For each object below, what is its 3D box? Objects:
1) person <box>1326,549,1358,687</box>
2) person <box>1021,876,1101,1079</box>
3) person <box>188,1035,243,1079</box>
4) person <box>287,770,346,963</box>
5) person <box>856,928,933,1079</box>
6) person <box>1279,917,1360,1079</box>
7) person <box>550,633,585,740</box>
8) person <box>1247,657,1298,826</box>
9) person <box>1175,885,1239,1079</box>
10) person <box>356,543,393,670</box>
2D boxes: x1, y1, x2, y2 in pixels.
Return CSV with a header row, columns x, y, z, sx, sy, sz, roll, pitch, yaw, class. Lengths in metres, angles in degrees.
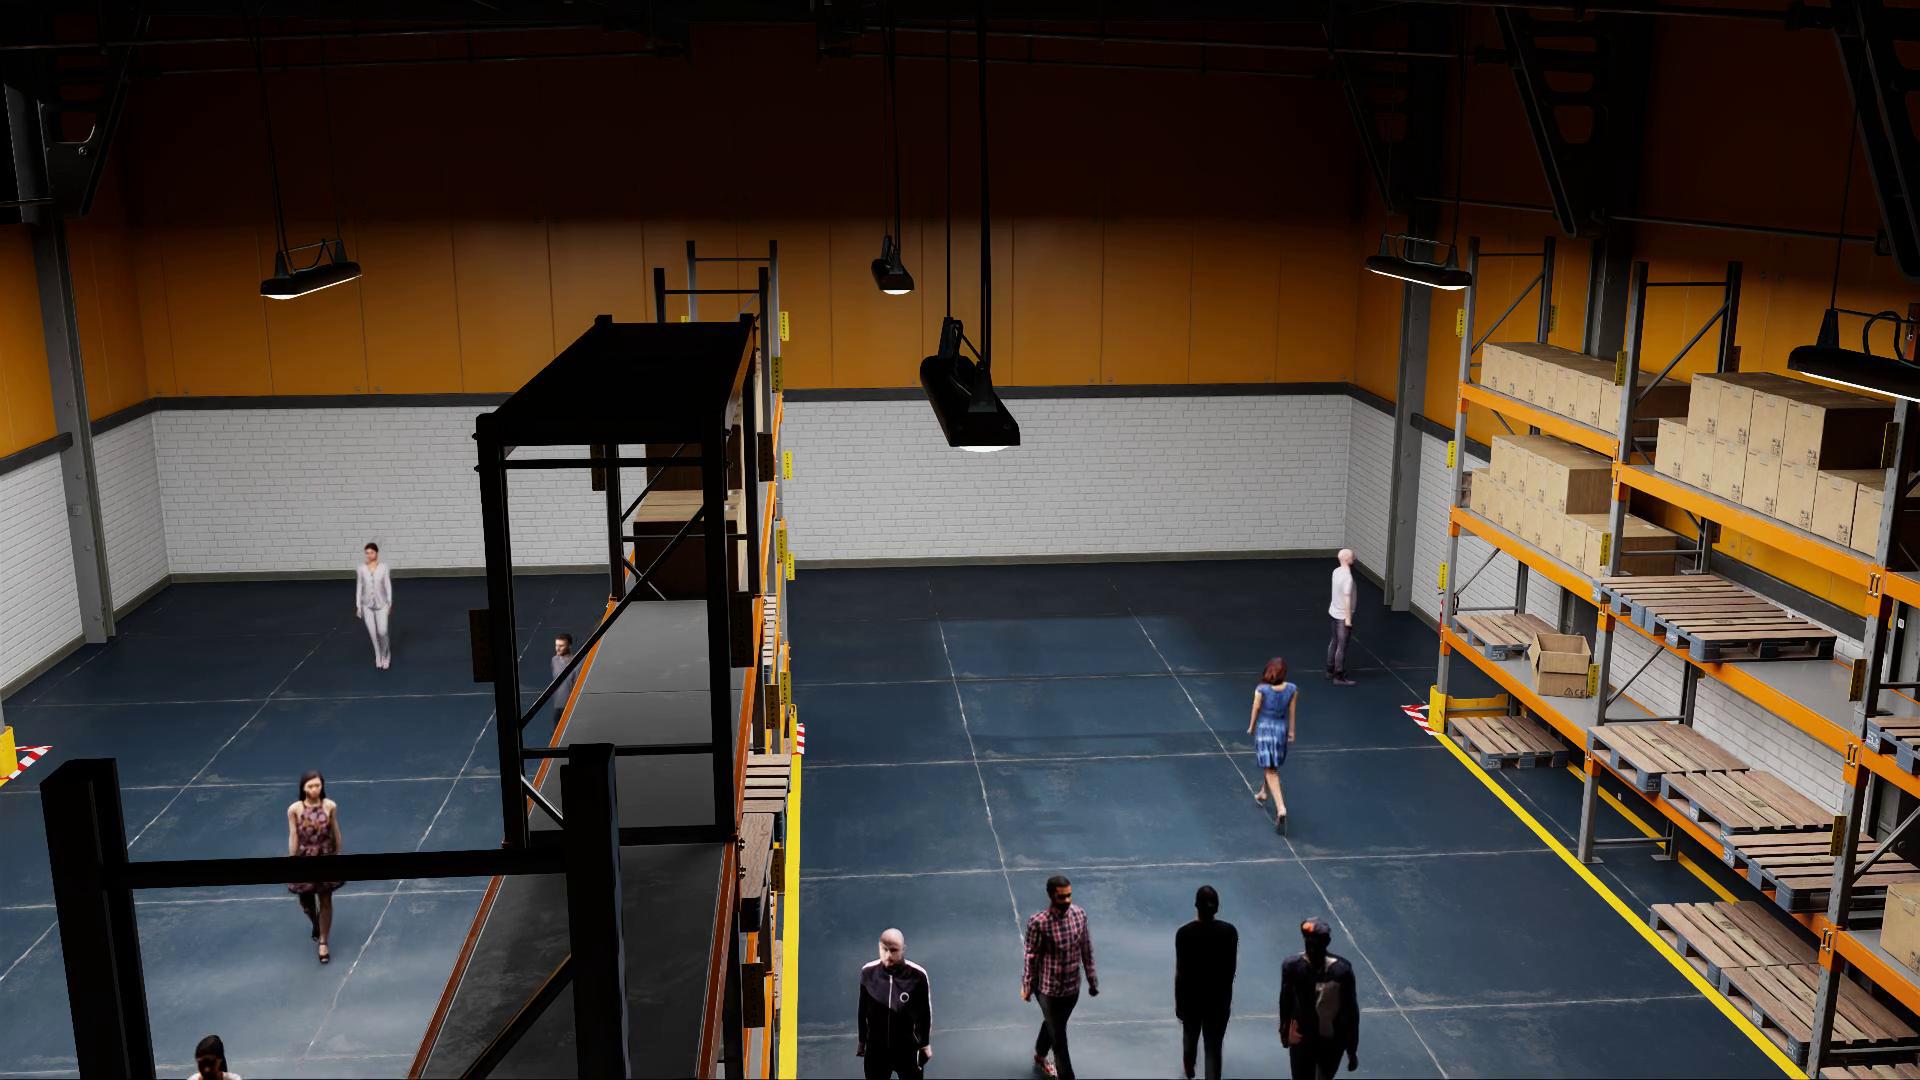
x,y,z,sx,sy,sz,roll,pitch,yaw,class
5.085,1.008,22.181,0.701,1.831,0.507,-1,14,-4,person
0.711,3.364,12.688,1.024,1.718,1.212,-8,16,-31,person
-4.713,3.898,10.681,0.616,1.625,0.956,0,14,1,person
-5.695,2.853,14.697,0.770,1.766,0.842,-6,15,-24,person
-0.457,3.555,11.650,0.743,1.835,0.667,2,14,9,person
2.538,3.518,11.801,0.895,1.836,1.293,2,14,8,person
-4.359,1.881,18.779,0.927,1.734,1.121,6,15,22,person
3.326,2.158,17.578,0.831,1.760,1.217,-5,14,-19,person
1.840,3.451,12.338,0.730,1.714,1.188,0,14,2,person
-8.022,0.888,22.832,0.609,1.757,0.646,-2,14,-9,person
